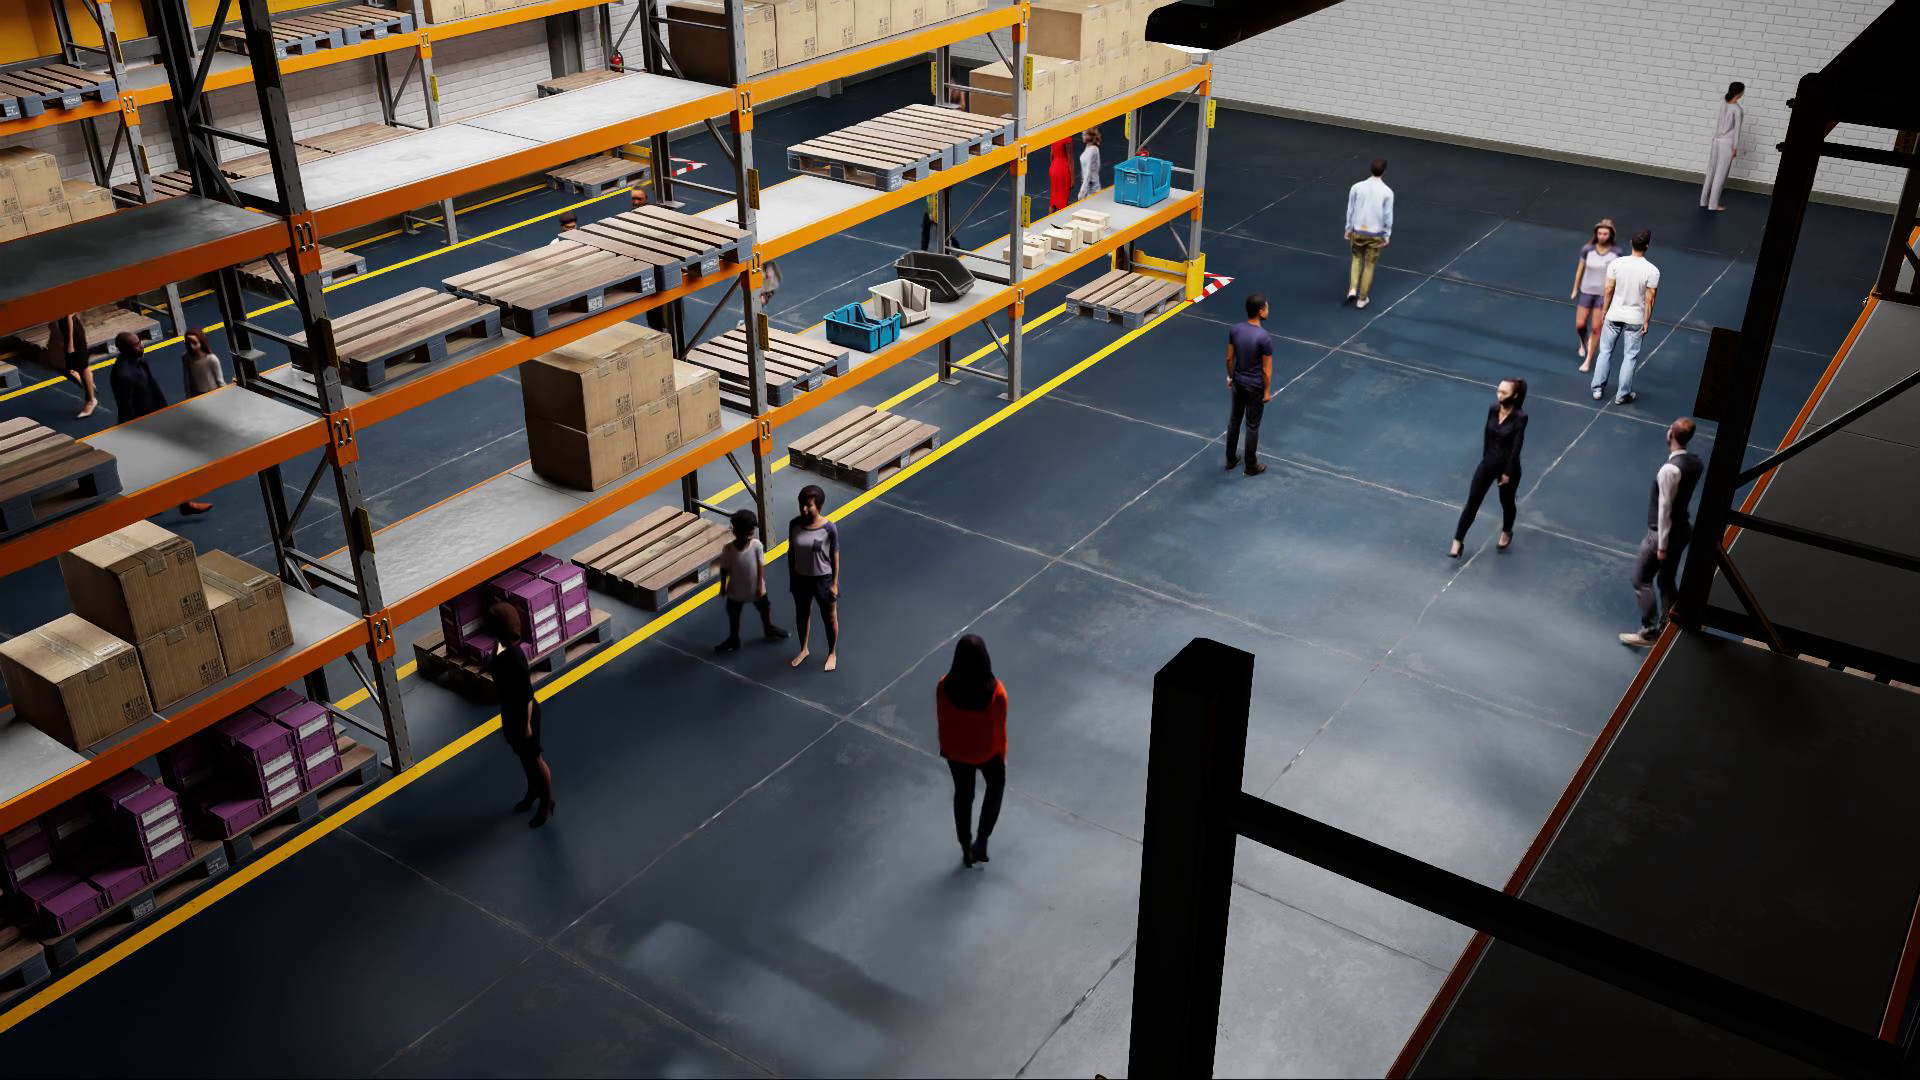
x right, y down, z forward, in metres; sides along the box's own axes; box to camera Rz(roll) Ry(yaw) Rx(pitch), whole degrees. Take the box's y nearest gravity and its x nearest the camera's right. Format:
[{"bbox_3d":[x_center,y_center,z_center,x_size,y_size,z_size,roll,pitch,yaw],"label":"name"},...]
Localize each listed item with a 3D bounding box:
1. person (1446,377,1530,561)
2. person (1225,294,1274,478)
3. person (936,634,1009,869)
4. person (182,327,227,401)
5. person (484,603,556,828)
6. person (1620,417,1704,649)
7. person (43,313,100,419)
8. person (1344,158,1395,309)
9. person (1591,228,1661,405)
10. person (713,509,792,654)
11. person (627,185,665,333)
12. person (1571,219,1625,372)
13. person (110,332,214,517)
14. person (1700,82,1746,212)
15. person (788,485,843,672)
[{"bbox_3d":[4.716,-0.606,14.367,1.101,1.664,0.782,-21,35,-33],"label":"person"},{"bbox_3d":[2.735,-1.476,15.830,0.668,1.789,0.575,24,37,37],"label":"person"},{"bbox_3d":[0.070,1.410,10.593,0.729,1.737,0.759,7,29,13],"label":"person"},{"bbox_3d":[-7.193,-1.371,15.967,0.759,1.474,0.894,4,29,6],"label":"person"},{"bbox_3d":[-2.934,1.156,11.093,0.628,1.704,0.653,-17,33,-28],"label":"person"},{"bbox_3d":[5.586,-0.005,13.006,0.838,1.910,0.728,22,35,34],"label":"person"},{"bbox_3d":[-9.052,-2.103,17.030,0.671,1.742,0.727,16,32,26],"label":"person"},{"bbox_3d":[4.816,-3.613,19.736,0.728,1.800,0.693,14,32,24],"label":"person"},{"bbox_3d":[6.935,-2.335,17.327,0.666,1.864,0.526,19,34,31],"label":"person"},{"bbox_3d":[-1.736,0.311,13.115,0.799,1.253,0.872,1,29,1],"label":"person"},{"bbox_3d":[-3.479,-3.063,18.650,1.030,1.876,1.166,3,29,5],"label":"person"},{"bbox_3d":[6.970,-2.698,18.154,0.660,1.710,0.736,15,32,26],"label":"person"},{"bbox_3d":[-7.466,-1.006,14.974,1.136,1.785,1.056,-7,29,-13],"label":"person"},{"bbox_3d":[10.675,-5.512,23.247,0.725,1.773,0.674,-6,29,-11],"label":"person"},{"bbox_3d":[-1.126,0.274,12.855,0.625,1.565,0.619,8,30,14],"label":"person"}]
